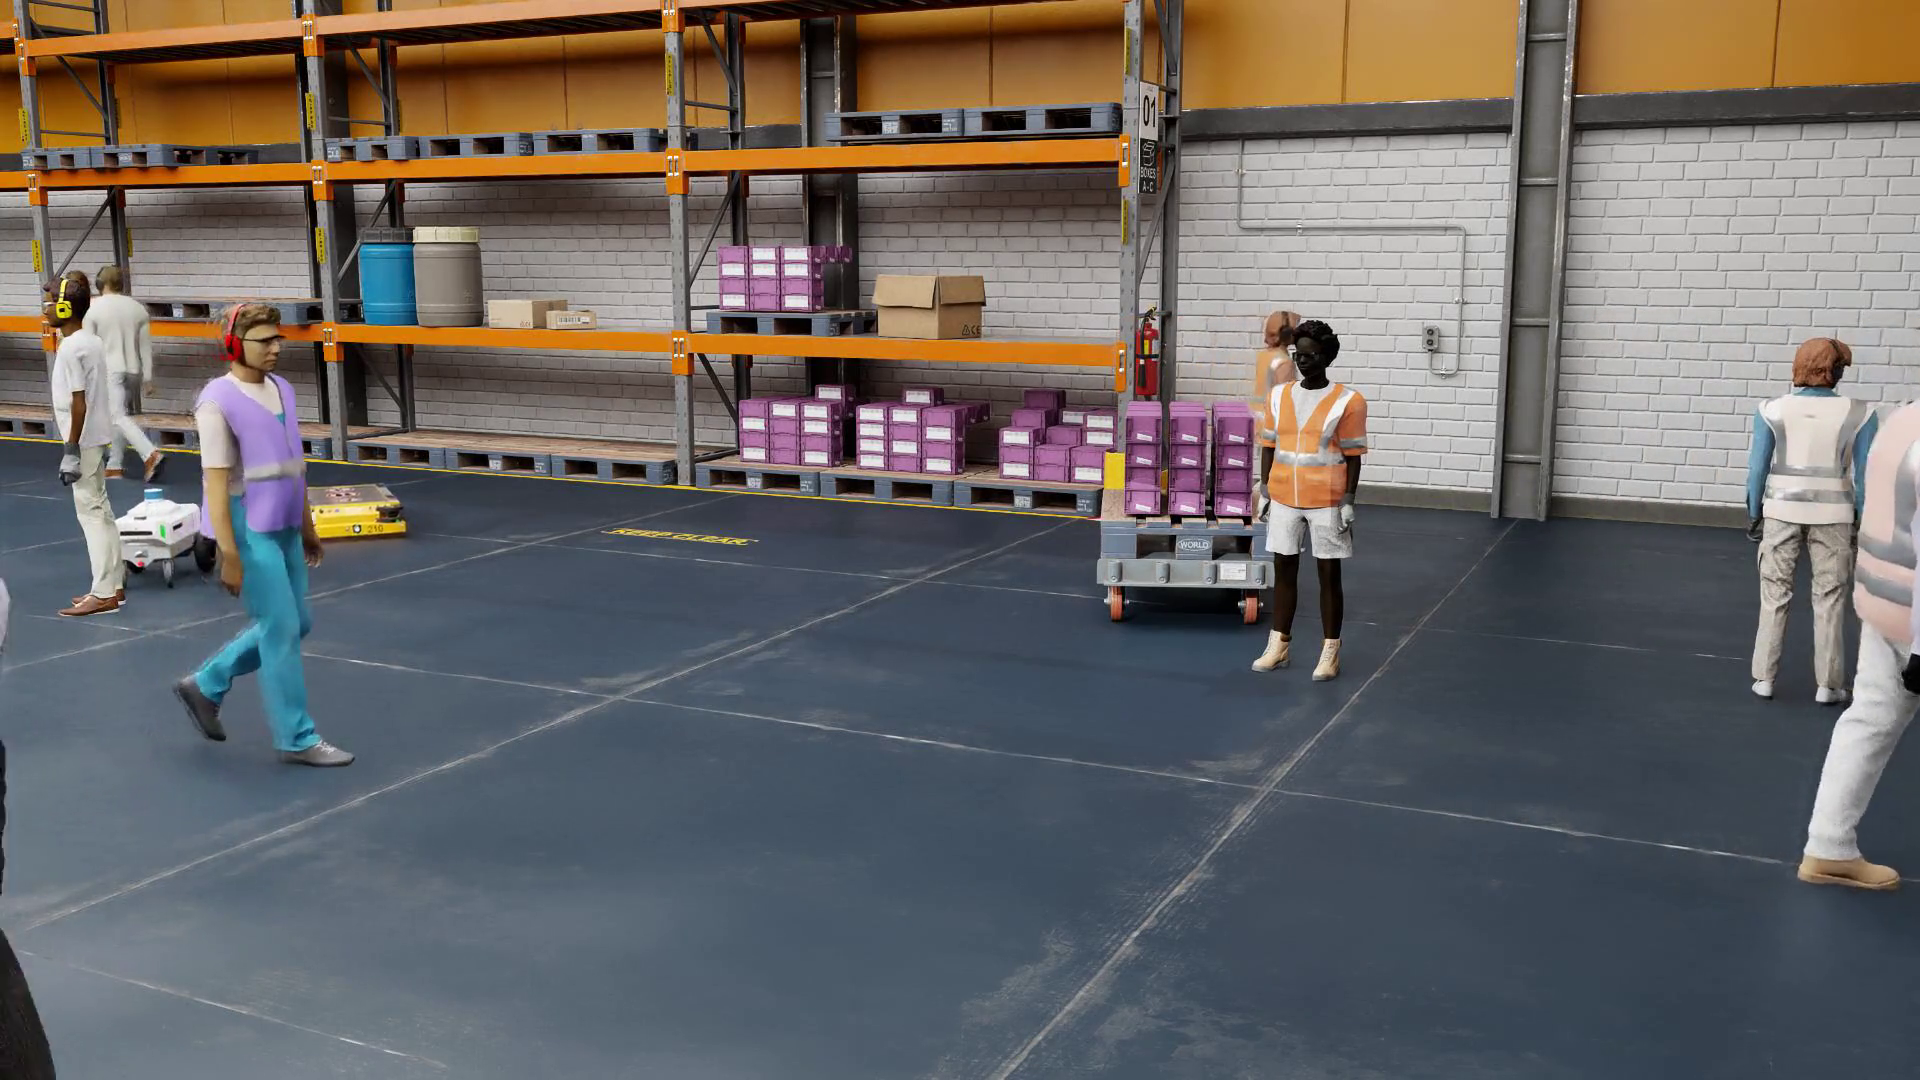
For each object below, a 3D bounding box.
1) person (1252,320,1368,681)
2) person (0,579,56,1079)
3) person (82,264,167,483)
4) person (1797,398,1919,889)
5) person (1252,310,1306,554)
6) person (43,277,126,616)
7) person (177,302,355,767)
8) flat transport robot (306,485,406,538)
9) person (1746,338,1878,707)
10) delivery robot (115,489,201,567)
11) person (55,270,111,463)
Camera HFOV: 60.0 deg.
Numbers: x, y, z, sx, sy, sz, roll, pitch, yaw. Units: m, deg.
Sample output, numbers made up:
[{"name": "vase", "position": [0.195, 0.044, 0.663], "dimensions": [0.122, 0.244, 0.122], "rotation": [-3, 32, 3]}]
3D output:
[{"name": "person", "position": [1.647, -0.186, 7.865], "dimensions": [0.535, 1.697, 0.318], "rotation": [7, 12, 35]}, {"name": "person", "position": [-1.784, 0.635, 2.674], "dimensions": [0.974, 1.873, 0.572], "rotation": [4, 11, 22]}, {"name": "person", "position": [-7.265, -1.438, 14.467], "dimensions": [0.931, 1.905, 0.640], "rotation": [4, 11, 23]}, {"name": "person", "position": [3.075, 0.248, 5.089], "dimensions": [0.828, 1.803, 0.630], "rotation": [2, 10, 11]}, {"name": "person", "position": [2.055, -0.703, 11.003], "dimensions": [0.454, 1.626, 0.530], "rotation": [-1, 10, -8]}, {"name": "person", "position": [-4.888, -0.514, 9.244], "dimensions": [0.329, 1.872, 0.507], "rotation": [-2, 10, -14]}, {"name": "person", "position": [-2.762, -0.014, 6.493], "dimensions": [0.706, 1.824, 0.582], "rotation": [1, 10, 4]}, {"name": "flat transport robot", "position": [-4.498, -0.230, 12.190], "dimensions": [0.652, 0.197, 1.431], "rotation": [-5, 11, -25]}, {"name": "person", "position": [3.778, -0.078, 7.415], "dimensions": [0.517, 1.635, 0.313], "rotation": [6, 12, 32]}, {"name": "delivery robot", "position": [-4.927, -0.070, 10.195], "dimensions": [0.477, 0.478, 0.707], "rotation": [-1, 10, -7]}, {"name": "person", "position": [-8.105, -1.580, 15.461], "dimensions": [0.397, 1.832, 0.547], "rotation": [8, 13, 39]}]
